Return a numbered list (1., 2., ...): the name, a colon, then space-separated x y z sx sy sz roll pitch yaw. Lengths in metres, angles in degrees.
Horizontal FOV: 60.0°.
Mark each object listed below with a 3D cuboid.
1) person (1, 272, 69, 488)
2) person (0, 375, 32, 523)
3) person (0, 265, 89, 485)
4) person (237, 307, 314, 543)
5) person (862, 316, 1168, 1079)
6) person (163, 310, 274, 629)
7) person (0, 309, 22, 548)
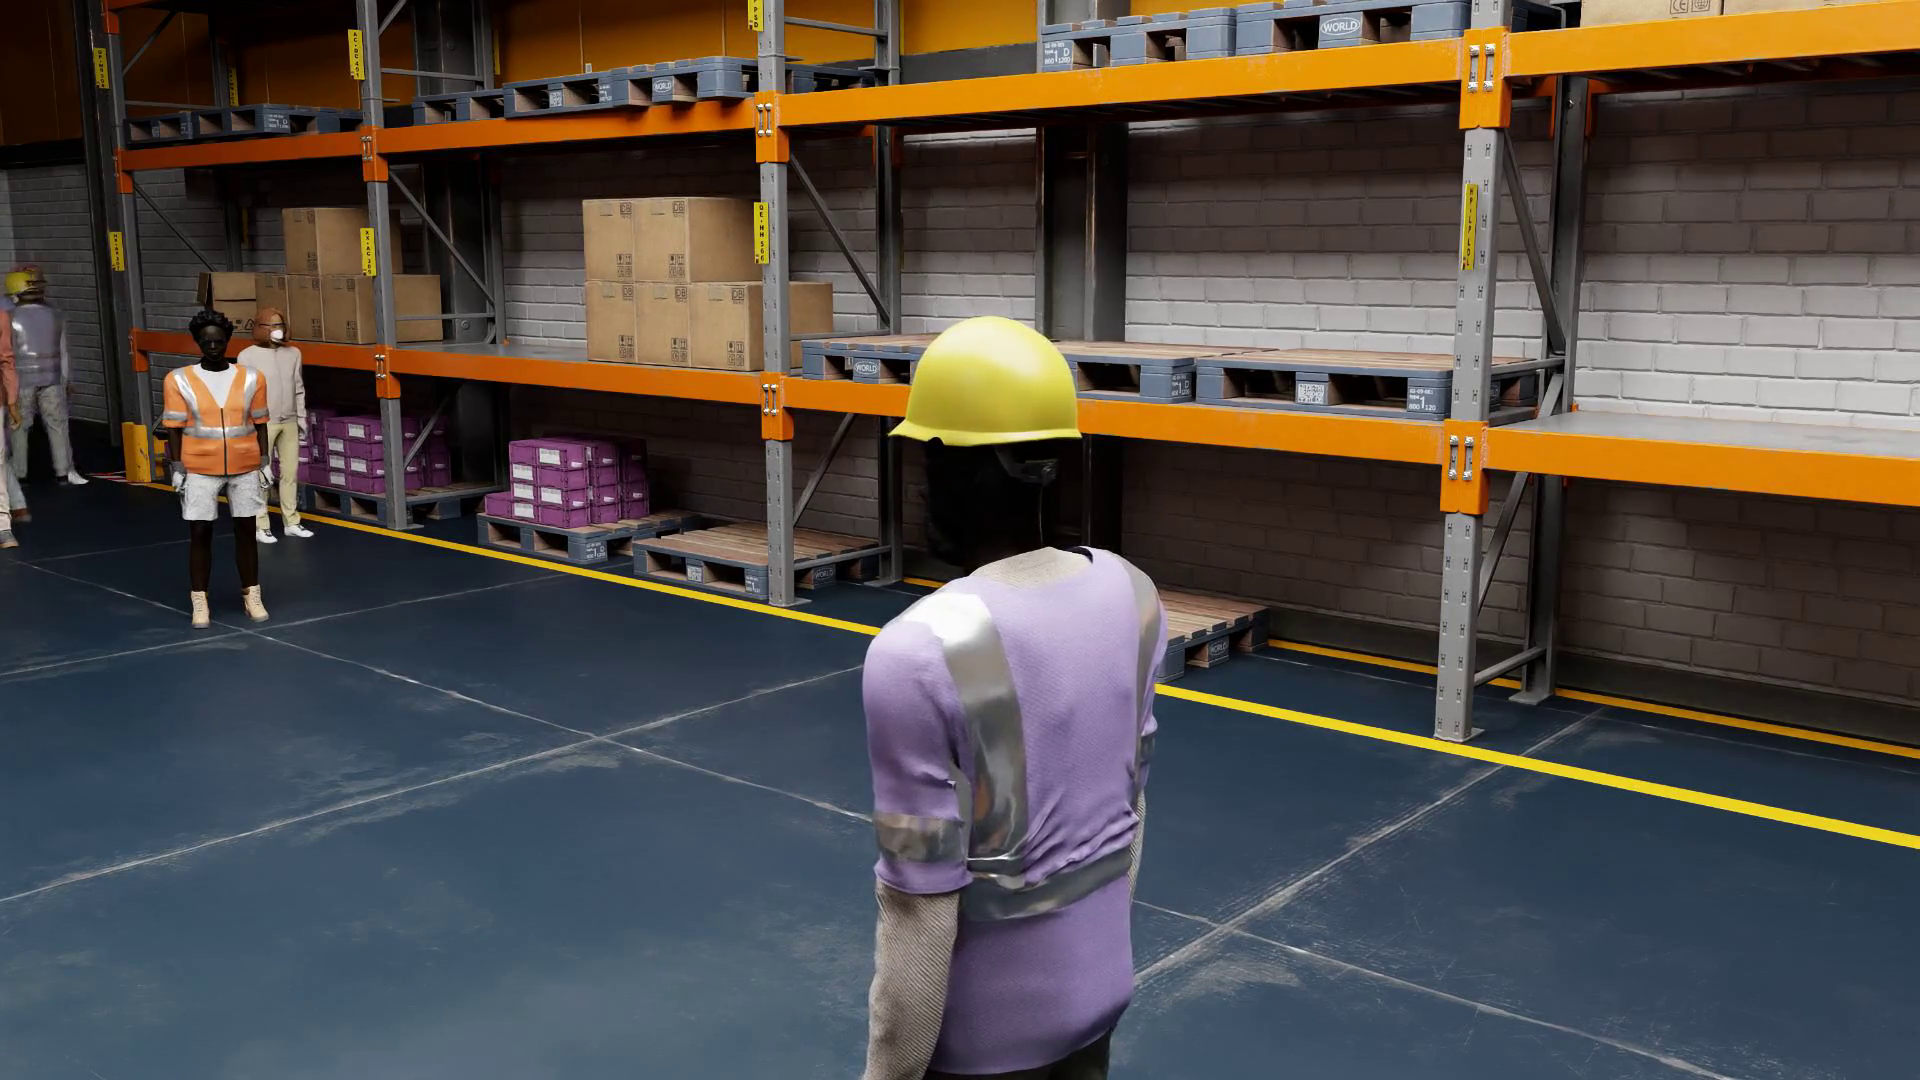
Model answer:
1. person: -7.900 -1.350 14.134 0.514 1.813 0.642 6 12 30
2. person: -7.357 -1.045 12.212 1.105 1.868 0.653 2 10 10
3. person: -7.900 -1.398 14.189 0.755 1.884 0.661 5 11 28
4. person: -4.730 -0.792 11.476 0.284 1.626 0.492 6 12 31
5. person: 0.054 0.650 2.403 0.369 1.928 0.585 8 13 38
6. person: -3.957 -0.379 8.914 0.538 1.695 0.320 -6 12 -32
7. person: -6.632 -0.918 11.133 0.611 1.996 0.378 -7 12 -35
